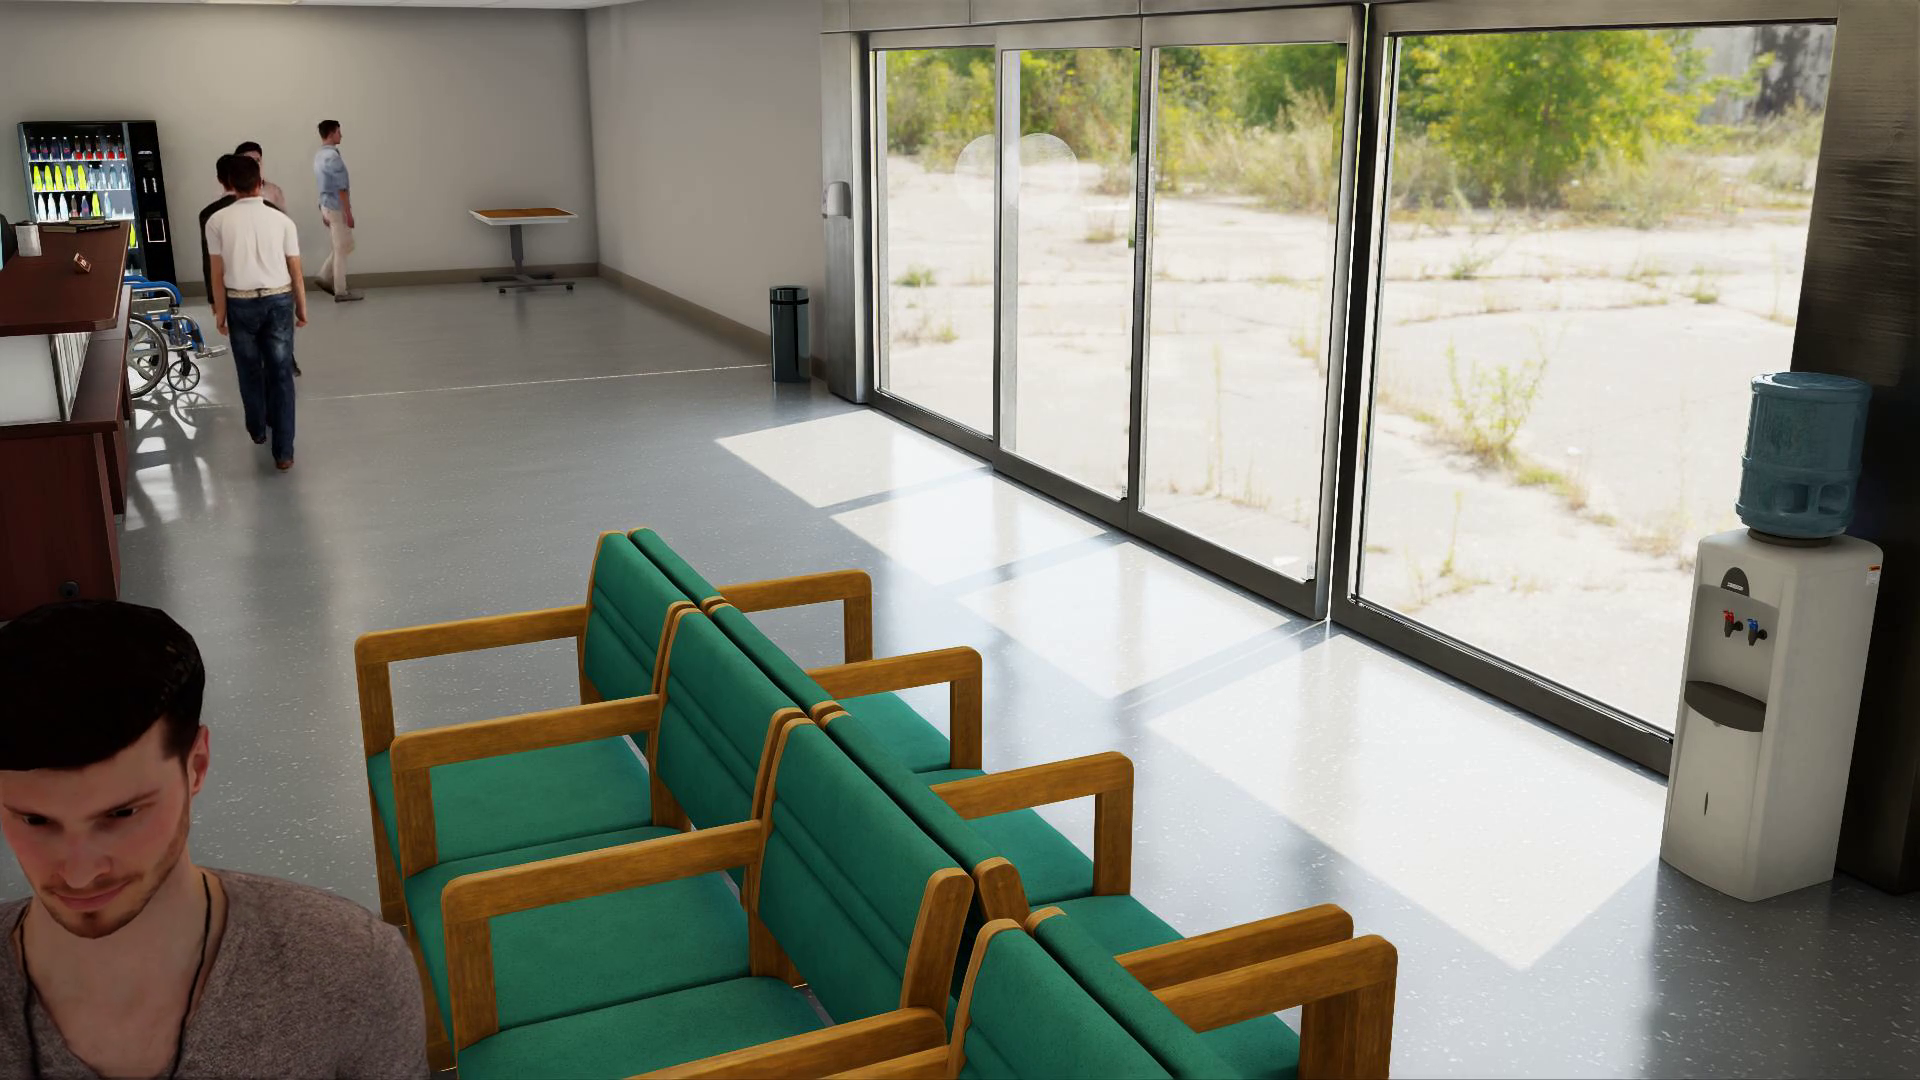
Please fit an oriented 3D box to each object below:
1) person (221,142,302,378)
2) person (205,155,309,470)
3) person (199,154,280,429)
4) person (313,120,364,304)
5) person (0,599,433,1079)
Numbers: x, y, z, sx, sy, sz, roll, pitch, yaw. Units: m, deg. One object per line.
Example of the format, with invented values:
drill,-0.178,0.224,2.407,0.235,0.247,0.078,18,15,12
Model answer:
person,-5.431,-2.157,12.901,1.144,1.779,0.950,-14,21,-40
person,-4.117,-1.306,9.821,1.126,1.812,0.751,-7,17,-24
person,-4.649,-1.603,10.929,0.976,1.783,0.789,-6,17,-21
person,-6.494,-3.359,17.053,0.743,1.839,0.704,-10,19,-32
person,-0.754,0.954,1.646,0.552,1.899,0.780,-5,17,-17
